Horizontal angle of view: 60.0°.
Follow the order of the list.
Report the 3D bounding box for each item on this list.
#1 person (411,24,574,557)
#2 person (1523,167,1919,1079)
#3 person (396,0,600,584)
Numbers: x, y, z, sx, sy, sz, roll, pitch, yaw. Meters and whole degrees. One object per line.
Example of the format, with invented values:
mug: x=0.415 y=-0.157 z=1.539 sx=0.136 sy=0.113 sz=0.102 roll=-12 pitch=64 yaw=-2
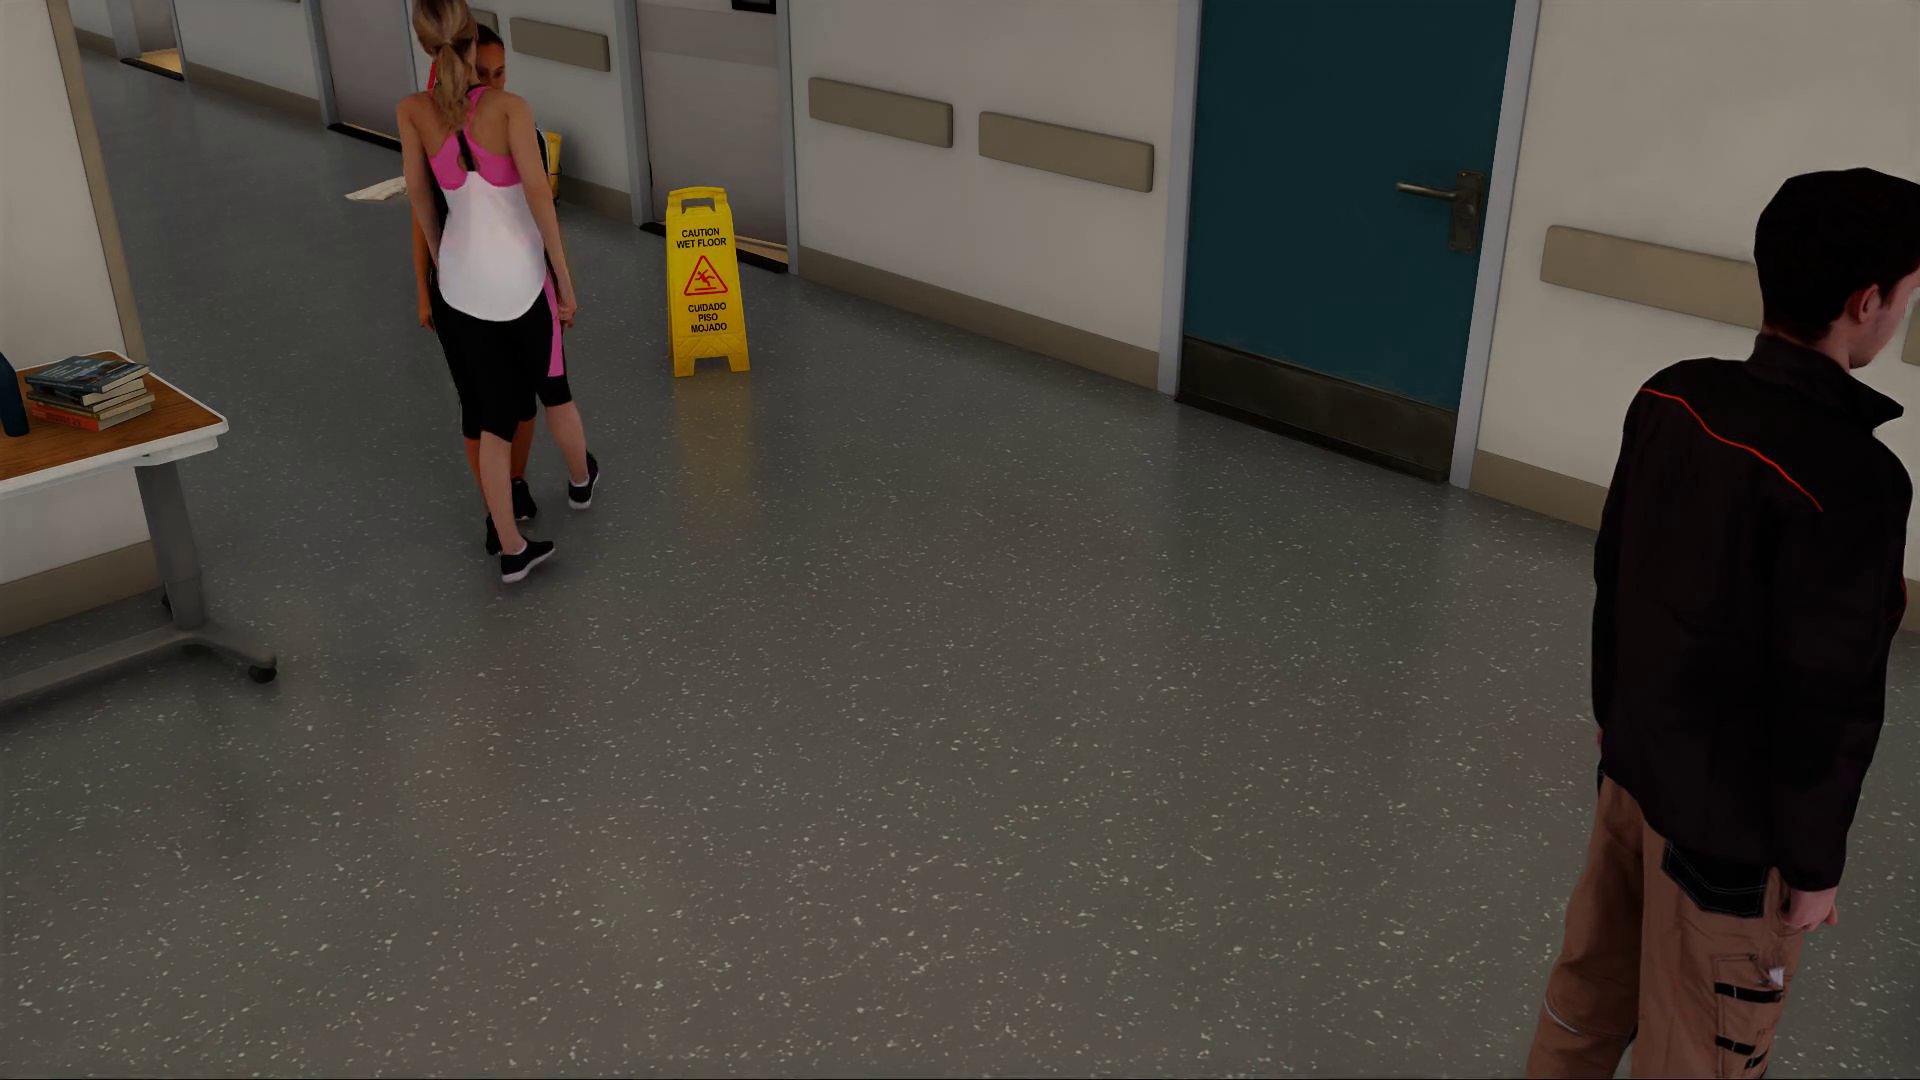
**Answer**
person: x=-1.528 y=-0.820 z=5.369 sx=0.768 sy=1.641 sz=0.883 roll=-9 pitch=27 yaw=-18
person: x=1.134 y=0.393 z=2.528 sx=0.854 sy=1.922 sz=0.742 roll=-6 pitch=26 yaw=-11
person: x=-1.437 y=-0.696 z=5.001 sx=1.089 sy=1.737 sz=1.108 roll=5 pitch=26 yaw=9
